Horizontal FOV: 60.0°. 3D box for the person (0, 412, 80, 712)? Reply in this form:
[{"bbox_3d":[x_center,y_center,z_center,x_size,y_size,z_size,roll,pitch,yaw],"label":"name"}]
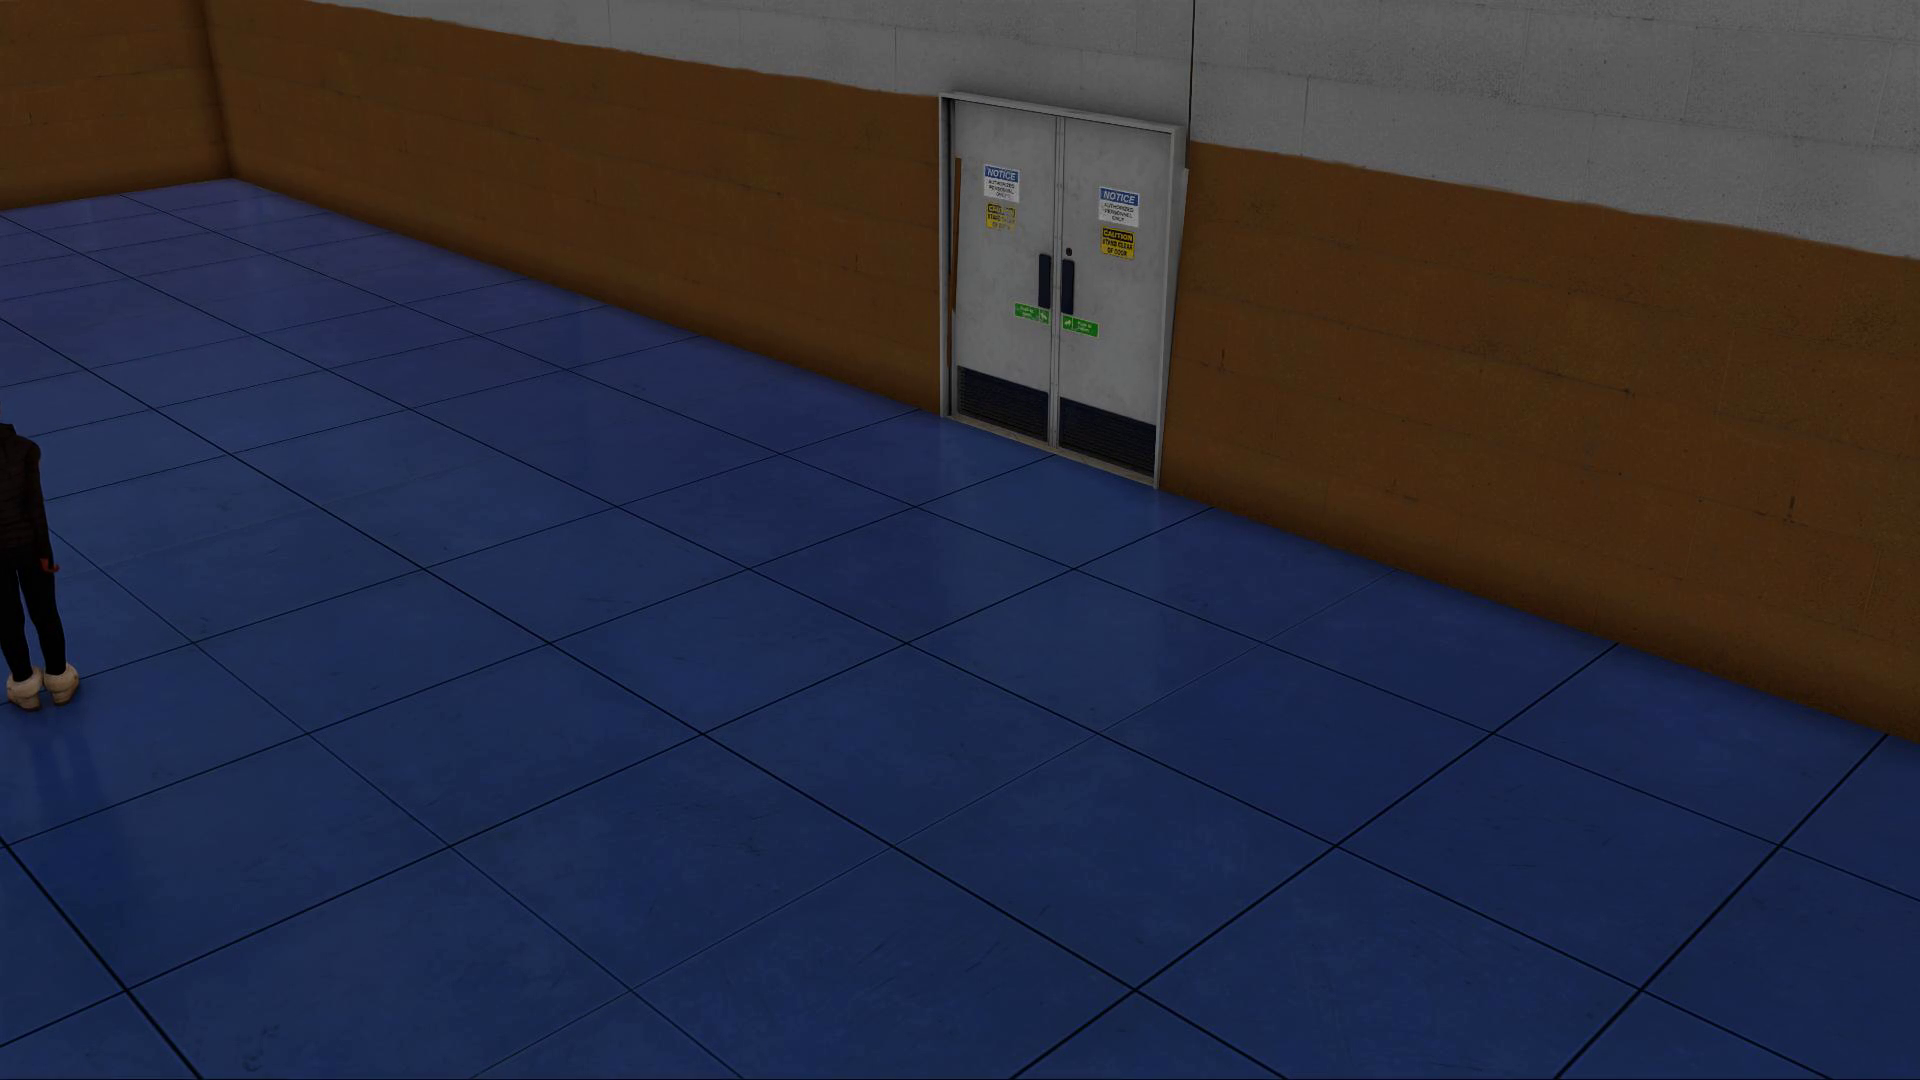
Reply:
[{"bbox_3d":[-4.472,0.051,7.841,0.665,1.660,0.592,9,25,19],"label":"person"}]
